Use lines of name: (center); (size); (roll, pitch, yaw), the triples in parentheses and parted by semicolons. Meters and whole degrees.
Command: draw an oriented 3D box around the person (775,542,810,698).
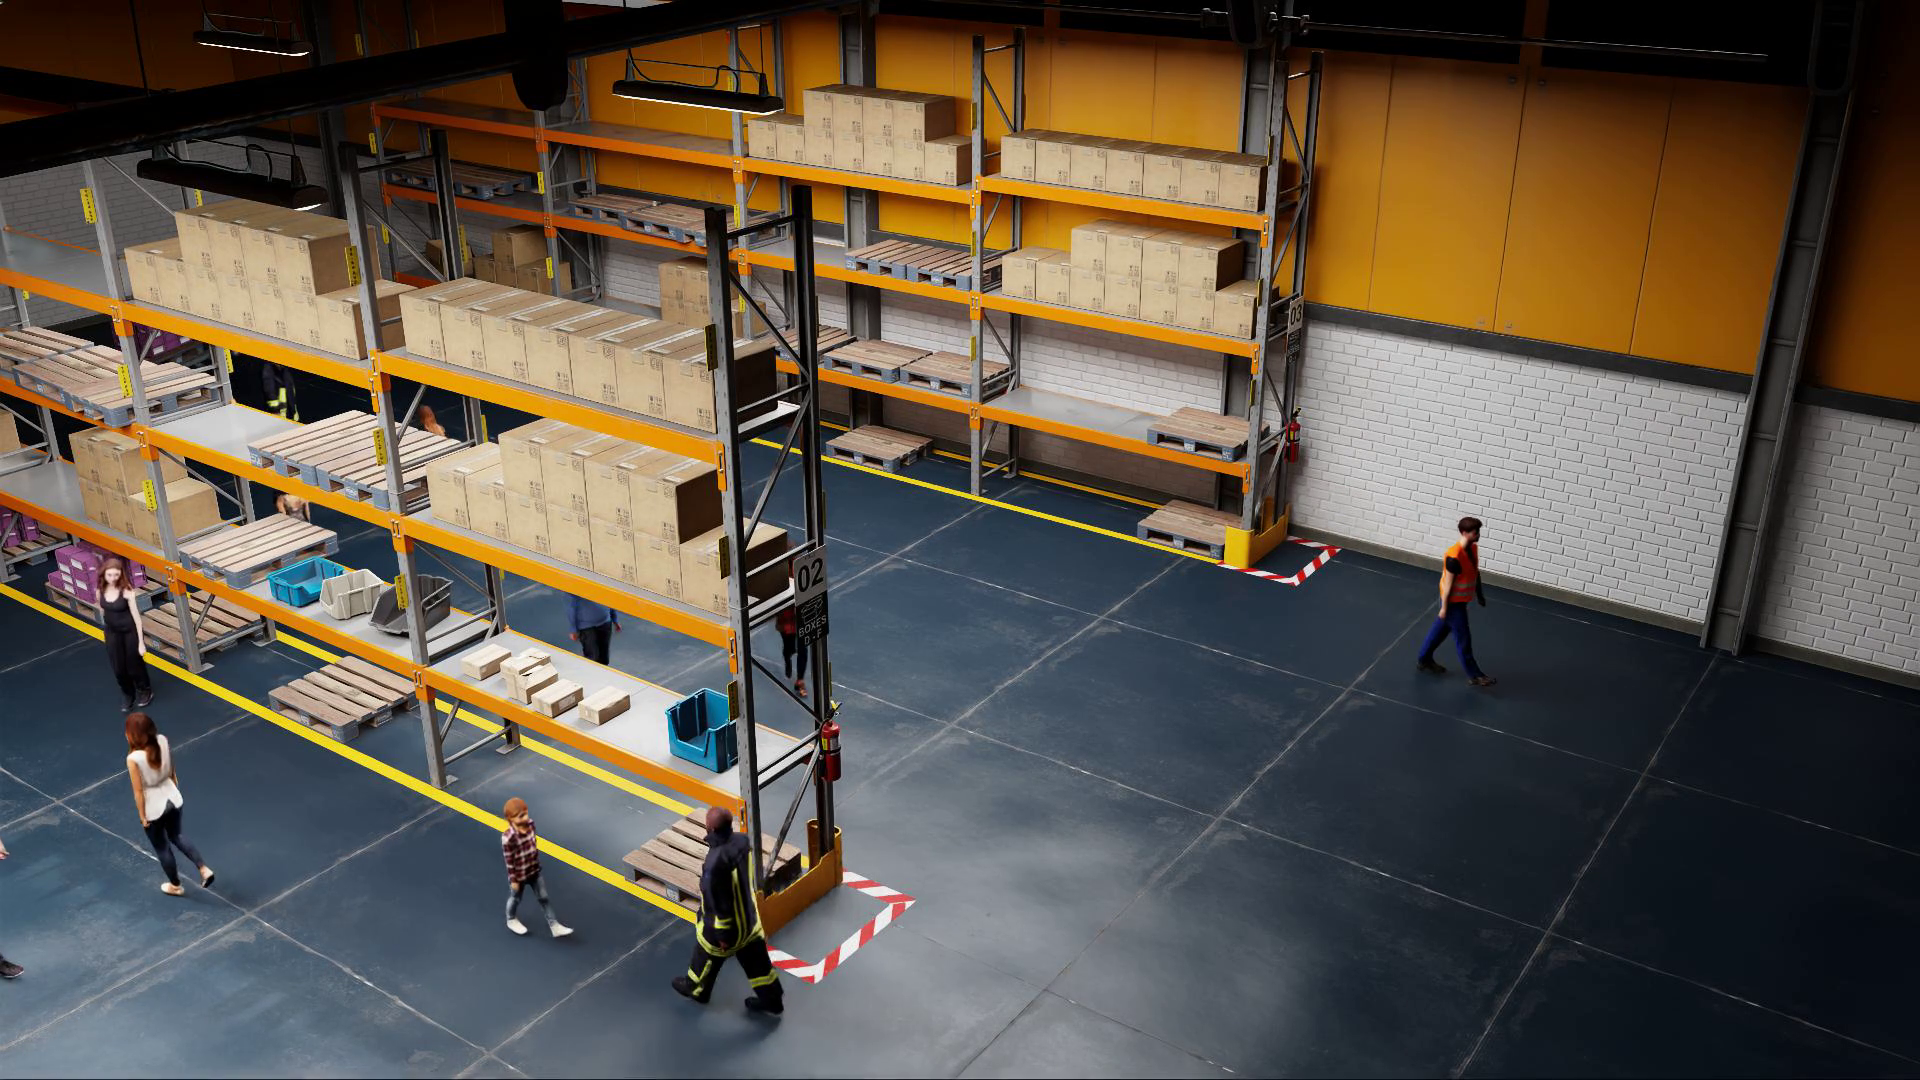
person: (-1.714, 0.787, 17.187); (0.792, 1.694, 0.858); (-10, 26, -22)

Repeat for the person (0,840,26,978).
person: (-7.869, 2.487, 12.985); (0.995, 1.944, 0.857); (6, 24, 13)

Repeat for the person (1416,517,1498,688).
person: (5.107, 0.603, 17.414); (1.103, 1.849, 0.696); (16, 28, 32)

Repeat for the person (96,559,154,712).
person: (-8.441, 0.934, 16.844); (0.787, 1.700, 0.843); (2, 24, 4)

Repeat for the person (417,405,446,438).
person: (-6.540, -0.867, 20.961); (0.722, 1.701, 0.632); (14, 27, 28)

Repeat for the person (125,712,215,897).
person: (-6.558, 2.223, 13.804); (0.838, 1.772, 0.682); (10, 25, 21)

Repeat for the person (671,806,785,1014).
person: (-1.637, 2.805, 12.457); (1.225, 1.784, 0.912); (10, 25, 21)

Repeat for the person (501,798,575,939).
person: (-3.582, 2.650, 13.451); (0.839, 1.273, 0.525); (15, 27, 30)
